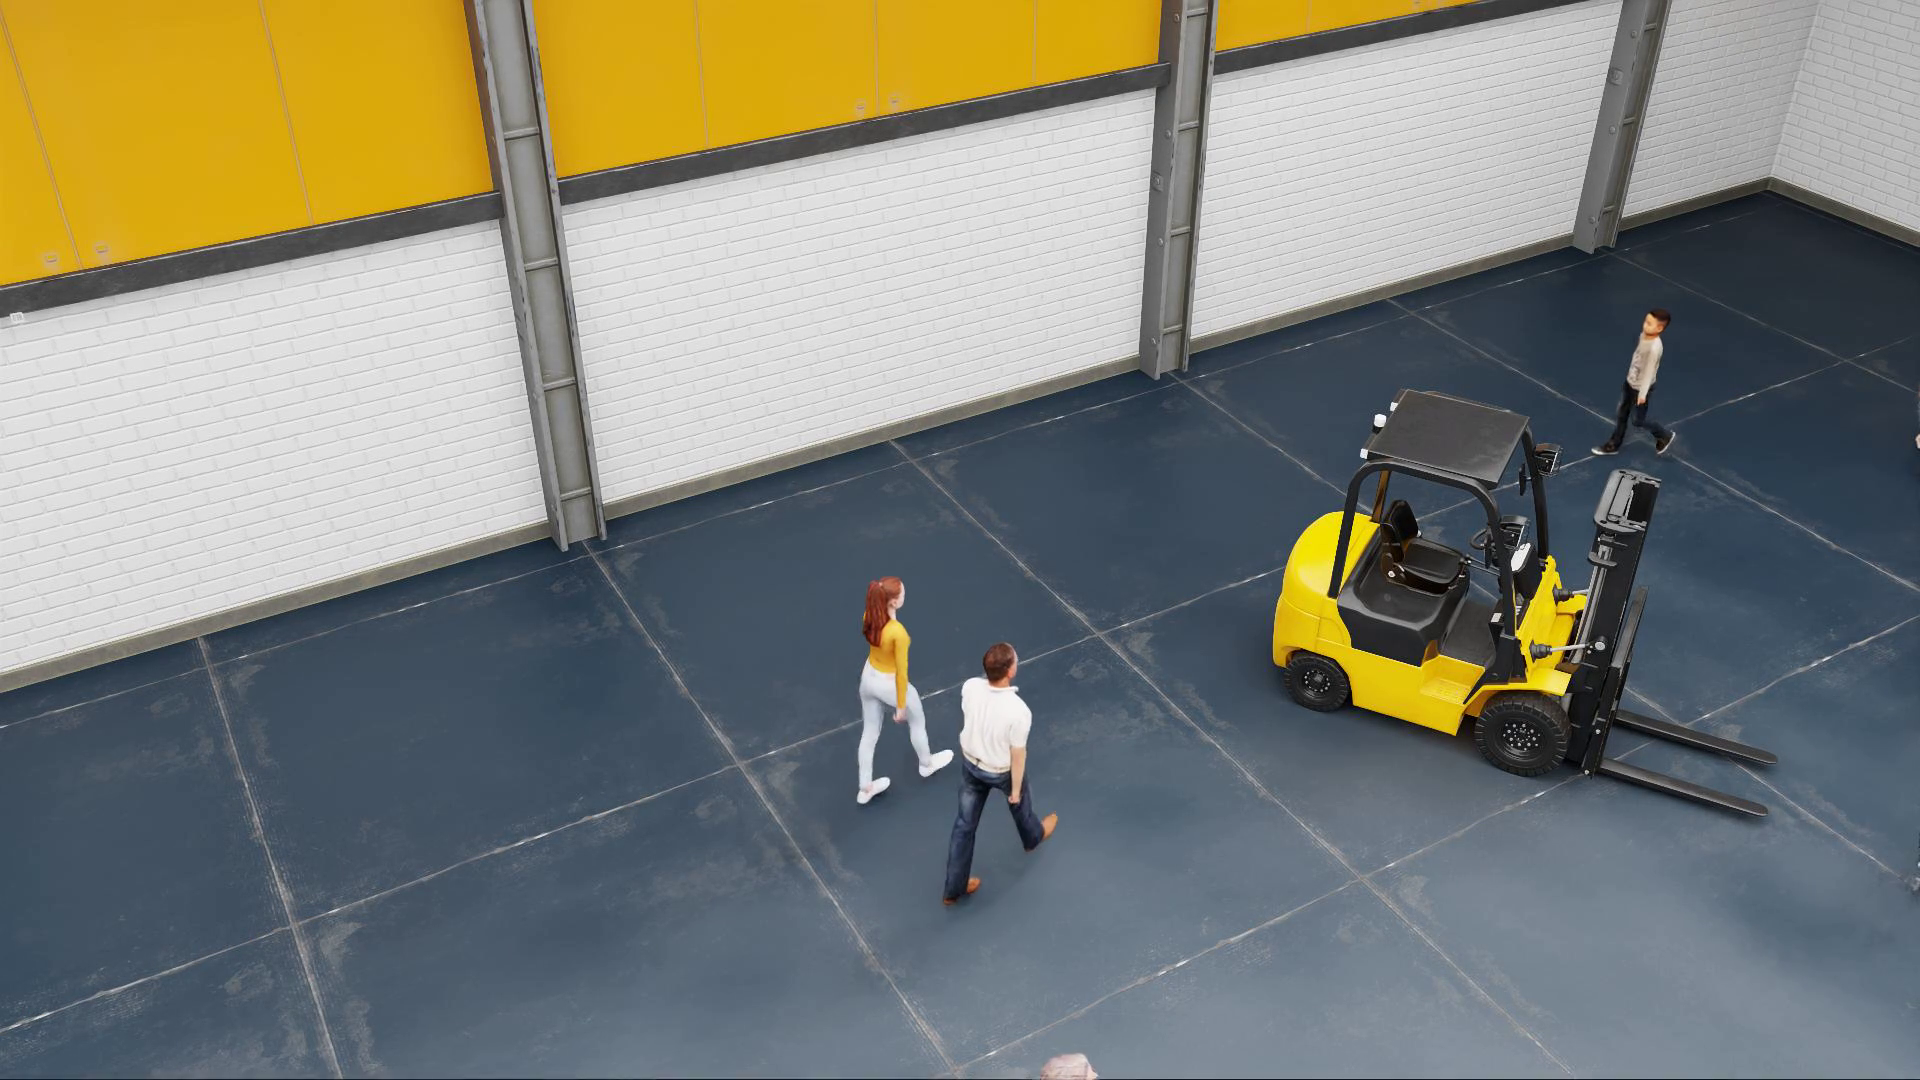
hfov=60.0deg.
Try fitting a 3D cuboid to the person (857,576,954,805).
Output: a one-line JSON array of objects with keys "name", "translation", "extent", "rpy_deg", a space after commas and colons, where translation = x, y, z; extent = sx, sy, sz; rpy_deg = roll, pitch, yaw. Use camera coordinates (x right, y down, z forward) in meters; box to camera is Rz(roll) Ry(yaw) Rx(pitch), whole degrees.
[{"name": "person", "translation": [-0.551, 1.014, 10.799], "extent": [0.774, 1.721, 1.032], "rpy_deg": [27, 42, 34]}]

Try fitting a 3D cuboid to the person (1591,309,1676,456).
[{"name": "person", "translation": [6.042, -1.352, 14.610], "extent": [0.971, 1.443, 0.804], "rpy_deg": [0, 34, 0]}]

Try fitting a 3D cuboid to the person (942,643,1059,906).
[{"name": "person", "translation": [0.119, 1.446, 10.075], "extent": [0.982, 1.803, 1.309], "rpy_deg": [24, 40, 31]}]
